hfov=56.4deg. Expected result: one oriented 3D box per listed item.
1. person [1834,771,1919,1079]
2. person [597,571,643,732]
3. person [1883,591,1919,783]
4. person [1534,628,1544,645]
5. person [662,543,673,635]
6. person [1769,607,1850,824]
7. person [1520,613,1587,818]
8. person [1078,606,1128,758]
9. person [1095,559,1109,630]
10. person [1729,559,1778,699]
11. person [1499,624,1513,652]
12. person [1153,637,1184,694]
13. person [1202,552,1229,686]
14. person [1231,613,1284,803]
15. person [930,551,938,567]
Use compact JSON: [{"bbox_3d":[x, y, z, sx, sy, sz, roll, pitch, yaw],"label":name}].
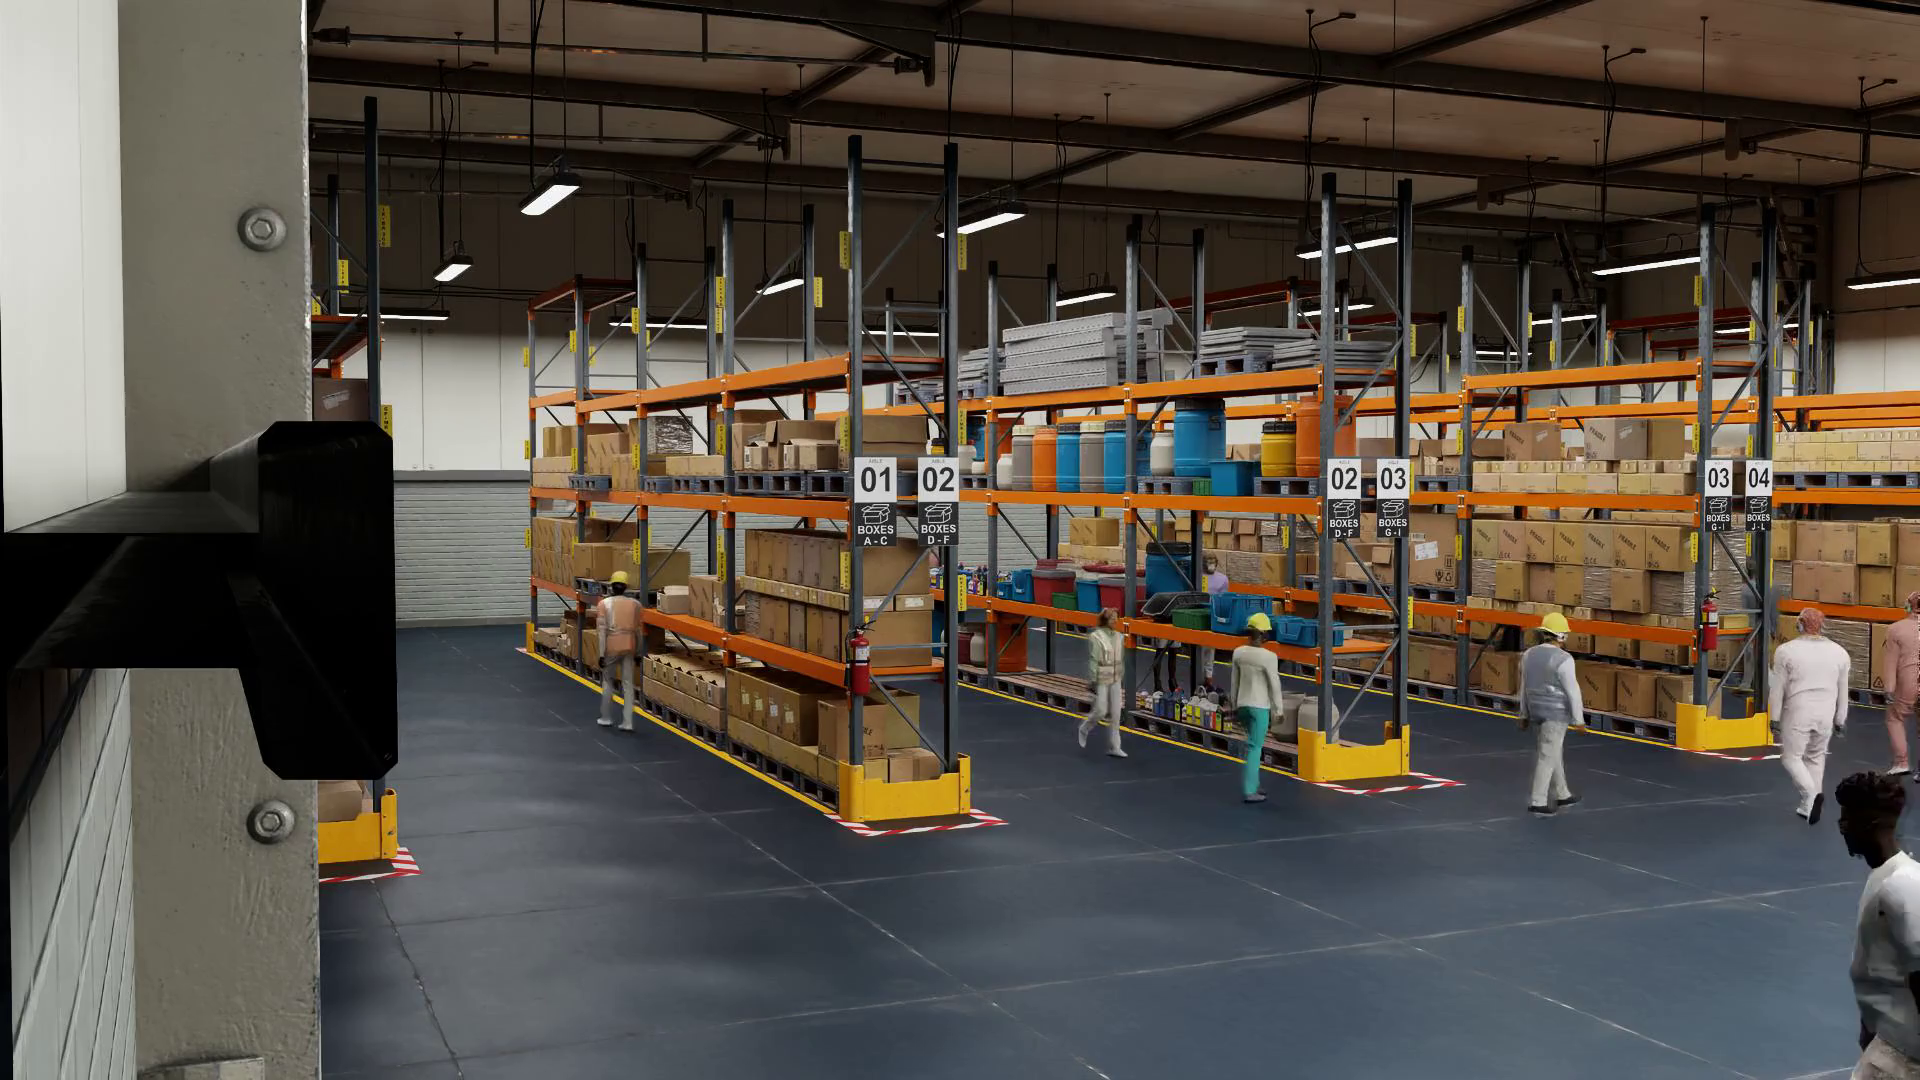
[{"bbox_3d":[3.571,1.853,6.846,0.763,1.911,0.605,1,3,29],"label":"person"},{"bbox_3d":[-4.069,1.319,21.325,0.618,1.870,0.829,-1,3,-31],"label":"person"},{"bbox_3d":[9.439,1.450,17.725,0.672,1.885,0.609,0,2,6],"label":"person"},{"bbox_3d":[8.539,1.246,25.880,0.602,1.662,0.518,1,2,21],"label":"person"},{"bbox_3d":[-4.982,0.986,30.281,0.547,1.852,0.392,-2,3,-36],"label":"person"},{"bbox_3d":[7.409,1.530,15.617,0.663,1.885,0.784,0,2,2],"label":"person"},{"bbox_3d":[5.374,1.554,15.978,0.796,1.802,0.614,-1,2,-21],"label":"person"},{"bbox_3d":[1.547,1.517,19.276,0.529,1.621,0.536,-2,3,-39],"label":"person"},{"bbox_3d":[2.369,1.127,29.518,0.538,1.608,0.611,0,2,-13],"label":"person"},{"bbox_3d":[10.705,1.202,24.001,0.638,1.908,0.957,-1,2,-21],"label":"person"},{"bbox_3d":[8.579,1.078,27.632,0.587,1.874,0.903,-1,3,-29],"label":"person"},{"bbox_3d":[2.868,1.160,24.619,0.545,1.939,0.354,-1,2,-26],"label":"person"},{"bbox_3d":[3.557,1.128,25.610,0.657,1.924,0.440,0,2,-13],"label":"person"},{"bbox_3d":[2.817,1.552,16.675,0.590,1.747,0.548,-2,3,-36],"label":"person"},{"bbox_3d":[-0.718,0.894,32.290,0.669,1.878,0.796,-2,3,-36],"label":"person"}]
